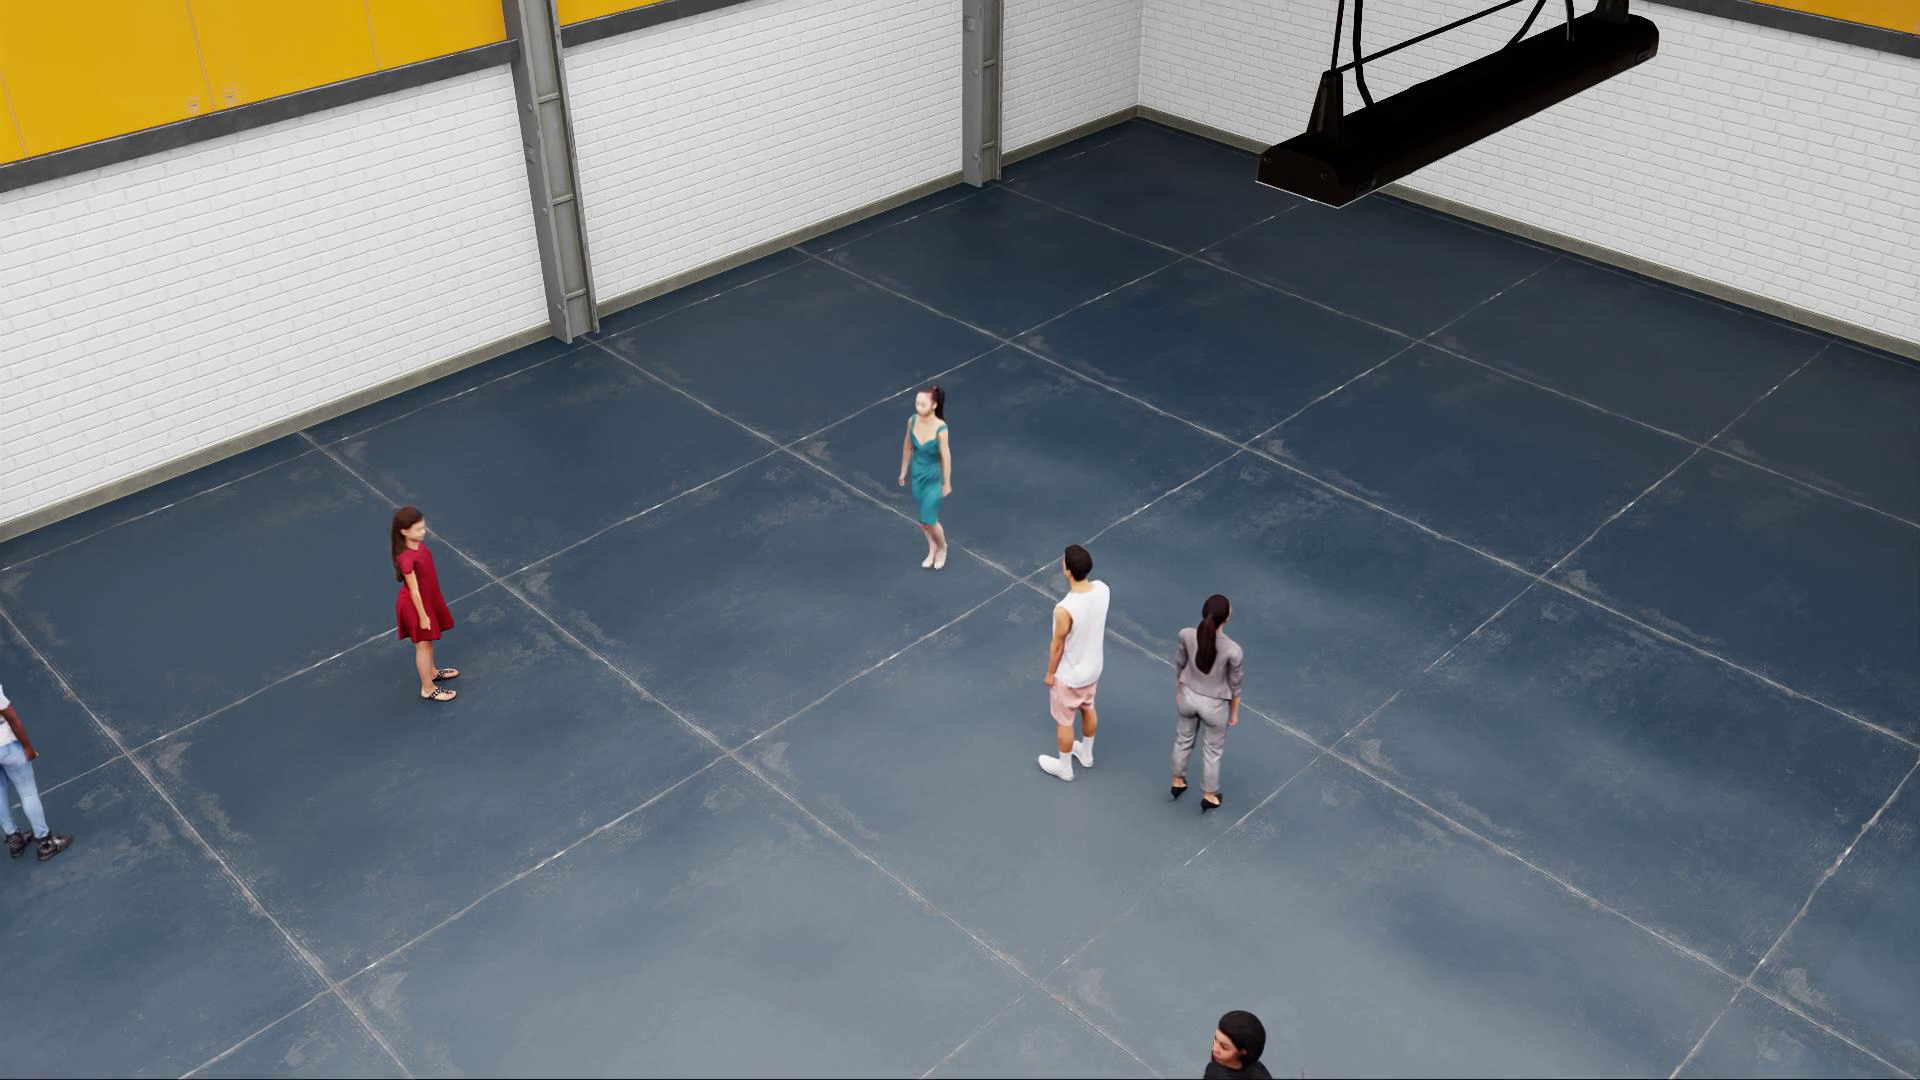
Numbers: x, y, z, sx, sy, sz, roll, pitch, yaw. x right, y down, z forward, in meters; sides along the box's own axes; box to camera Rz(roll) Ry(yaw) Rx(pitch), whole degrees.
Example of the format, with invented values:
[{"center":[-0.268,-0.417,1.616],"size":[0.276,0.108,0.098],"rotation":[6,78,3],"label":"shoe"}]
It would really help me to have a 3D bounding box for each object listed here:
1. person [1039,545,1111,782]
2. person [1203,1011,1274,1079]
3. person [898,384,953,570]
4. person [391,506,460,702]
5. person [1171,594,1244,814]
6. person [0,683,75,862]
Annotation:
[{"center":[0.782,0.833,11.098],"size":[0.485,1.784,0.673],"rotation":[-28,43,-35],"label":"person"},{"center":[1.402,2.880,8.119],"size":[0.613,1.673,0.820],"rotation":[29,43,36],"label":"person"},{"center":[-0.197,-0.507,13.212],"size":[0.566,1.677,0.571],"rotation":[27,42,35],"label":"person"},{"center":[-3.869,0.436,11.906],"size":[0.734,1.553,0.675],"rotation":[-6,34,-9],"label":"person"},{"center":[1.591,1.070,10.840],"size":[0.667,1.675,0.648],"rotation":[19,38,26],"label":"person"},{"center":[-6.069,1.293,10.465],"size":[0.662,1.719,0.683],"rotation":[6,34,9],"label":"person"}]
